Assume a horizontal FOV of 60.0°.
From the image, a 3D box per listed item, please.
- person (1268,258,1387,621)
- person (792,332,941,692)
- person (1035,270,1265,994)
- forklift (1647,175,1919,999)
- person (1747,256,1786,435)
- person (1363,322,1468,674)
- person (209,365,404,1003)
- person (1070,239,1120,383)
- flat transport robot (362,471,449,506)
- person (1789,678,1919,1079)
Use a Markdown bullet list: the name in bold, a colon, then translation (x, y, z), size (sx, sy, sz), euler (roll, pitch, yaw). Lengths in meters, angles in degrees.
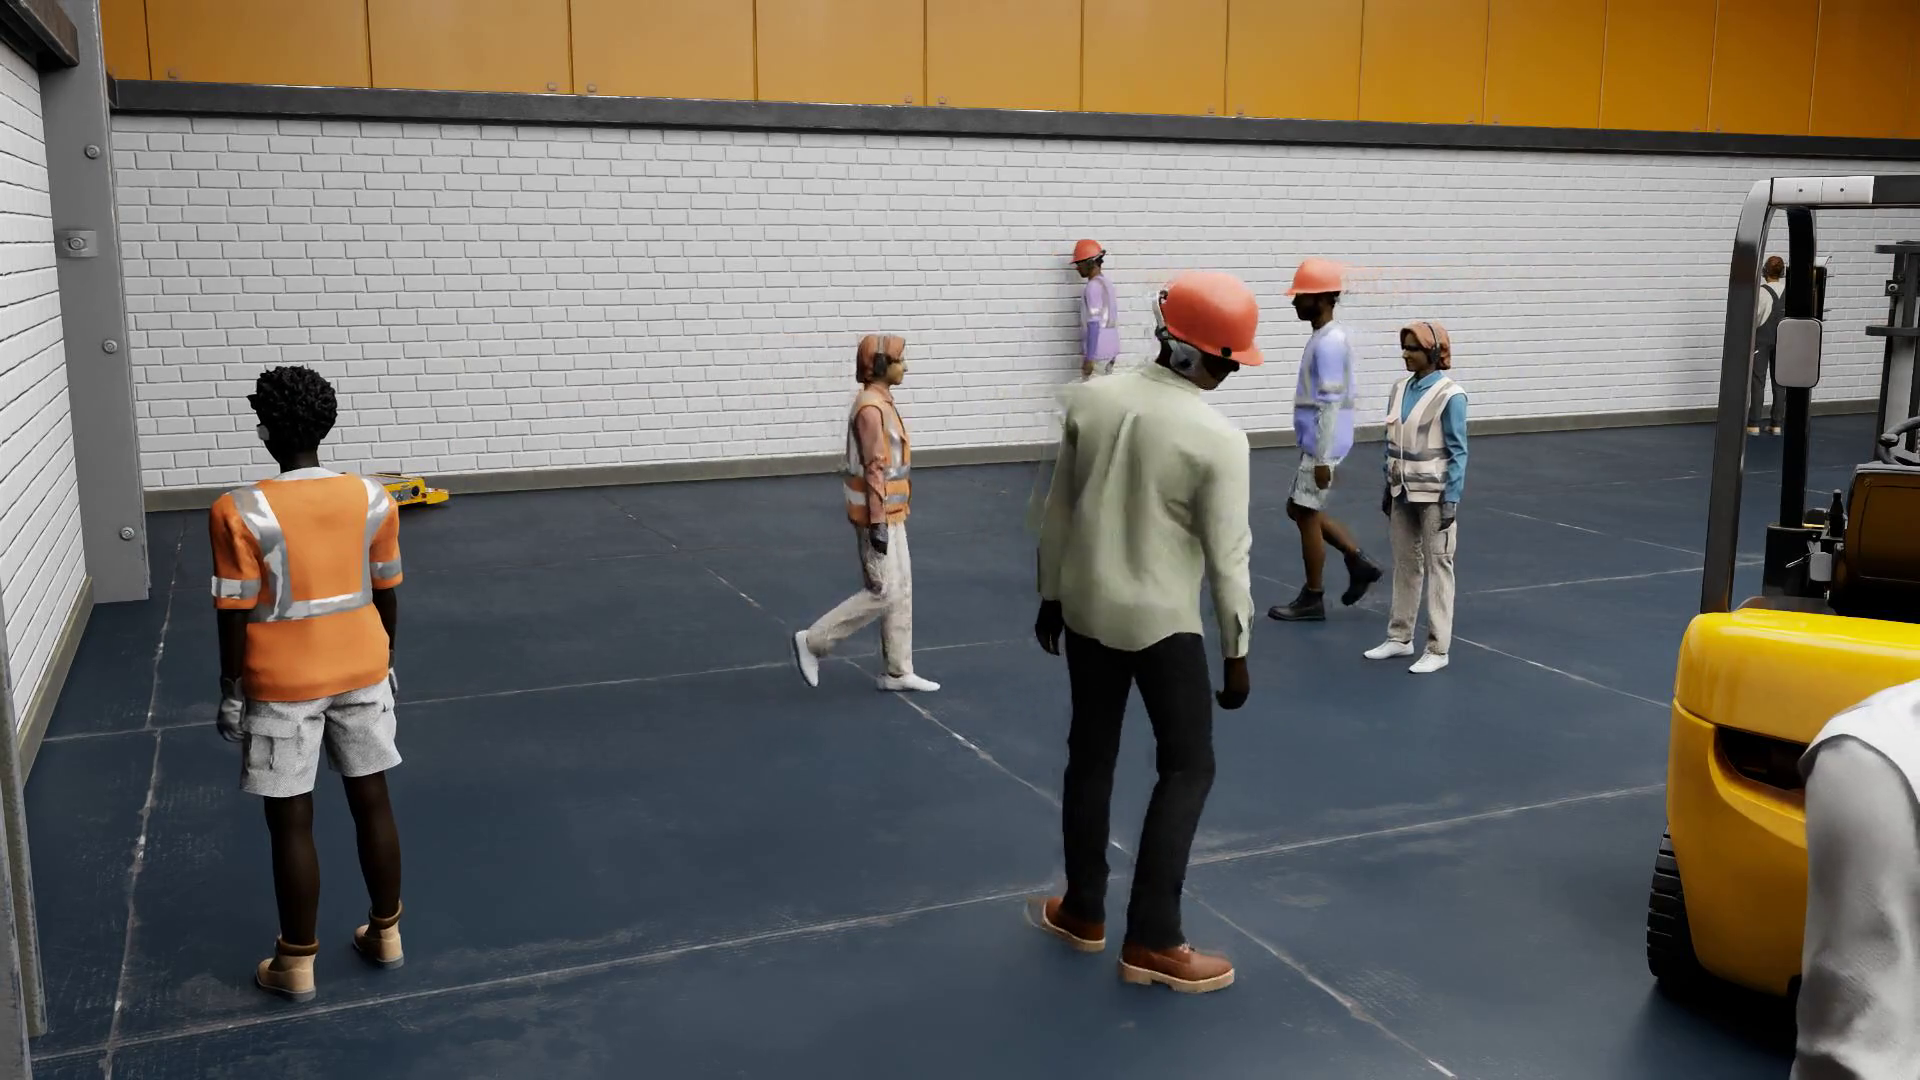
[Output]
- **person**: translation (1.929, -0.508, 8.726), size (0.527, 1.920, 0.569), euler (2, 11, 12)
- **person**: translation (-0.409, -0.100, 7.300), size (0.575, 1.620, 0.526), euler (1, 10, 6)
- **person**: translation (0.480, 0.235, 4.607), size (0.721, 1.943, 0.382), euler (9, 14, 42)
- **forklift**: translation (2.810, 0.094, 4.662), size (1.214, 2.155, 2.313), euler (7, 12, 34)
- **person**: translation (8.319, -1.993, 17.126), size (0.506, 1.846, 0.346), euler (-1, 10, -4)
- **person**: translation (2.162, -0.197, 7.792), size (0.315, 1.640, 0.514), euler (-5, 11, -24)
- **person**: translation (-1.736, 0.380, 4.475), size (0.319, 1.691, 0.535), euler (8, 13, 38)
- **person**: translation (1.201, -1.679, 14.927), size (0.470, 2.016, 0.626), euler (3, 11, 18)
- **flat transport robot**: translation (-4.541, -0.317, 12.229), size (0.652, 0.197, 1.431), euler (6, 12, 30)
- **person**: translation (1.096, 0.776, 1.762), size (0.572, 1.883, 0.353), euler (-5, 11, -25)
